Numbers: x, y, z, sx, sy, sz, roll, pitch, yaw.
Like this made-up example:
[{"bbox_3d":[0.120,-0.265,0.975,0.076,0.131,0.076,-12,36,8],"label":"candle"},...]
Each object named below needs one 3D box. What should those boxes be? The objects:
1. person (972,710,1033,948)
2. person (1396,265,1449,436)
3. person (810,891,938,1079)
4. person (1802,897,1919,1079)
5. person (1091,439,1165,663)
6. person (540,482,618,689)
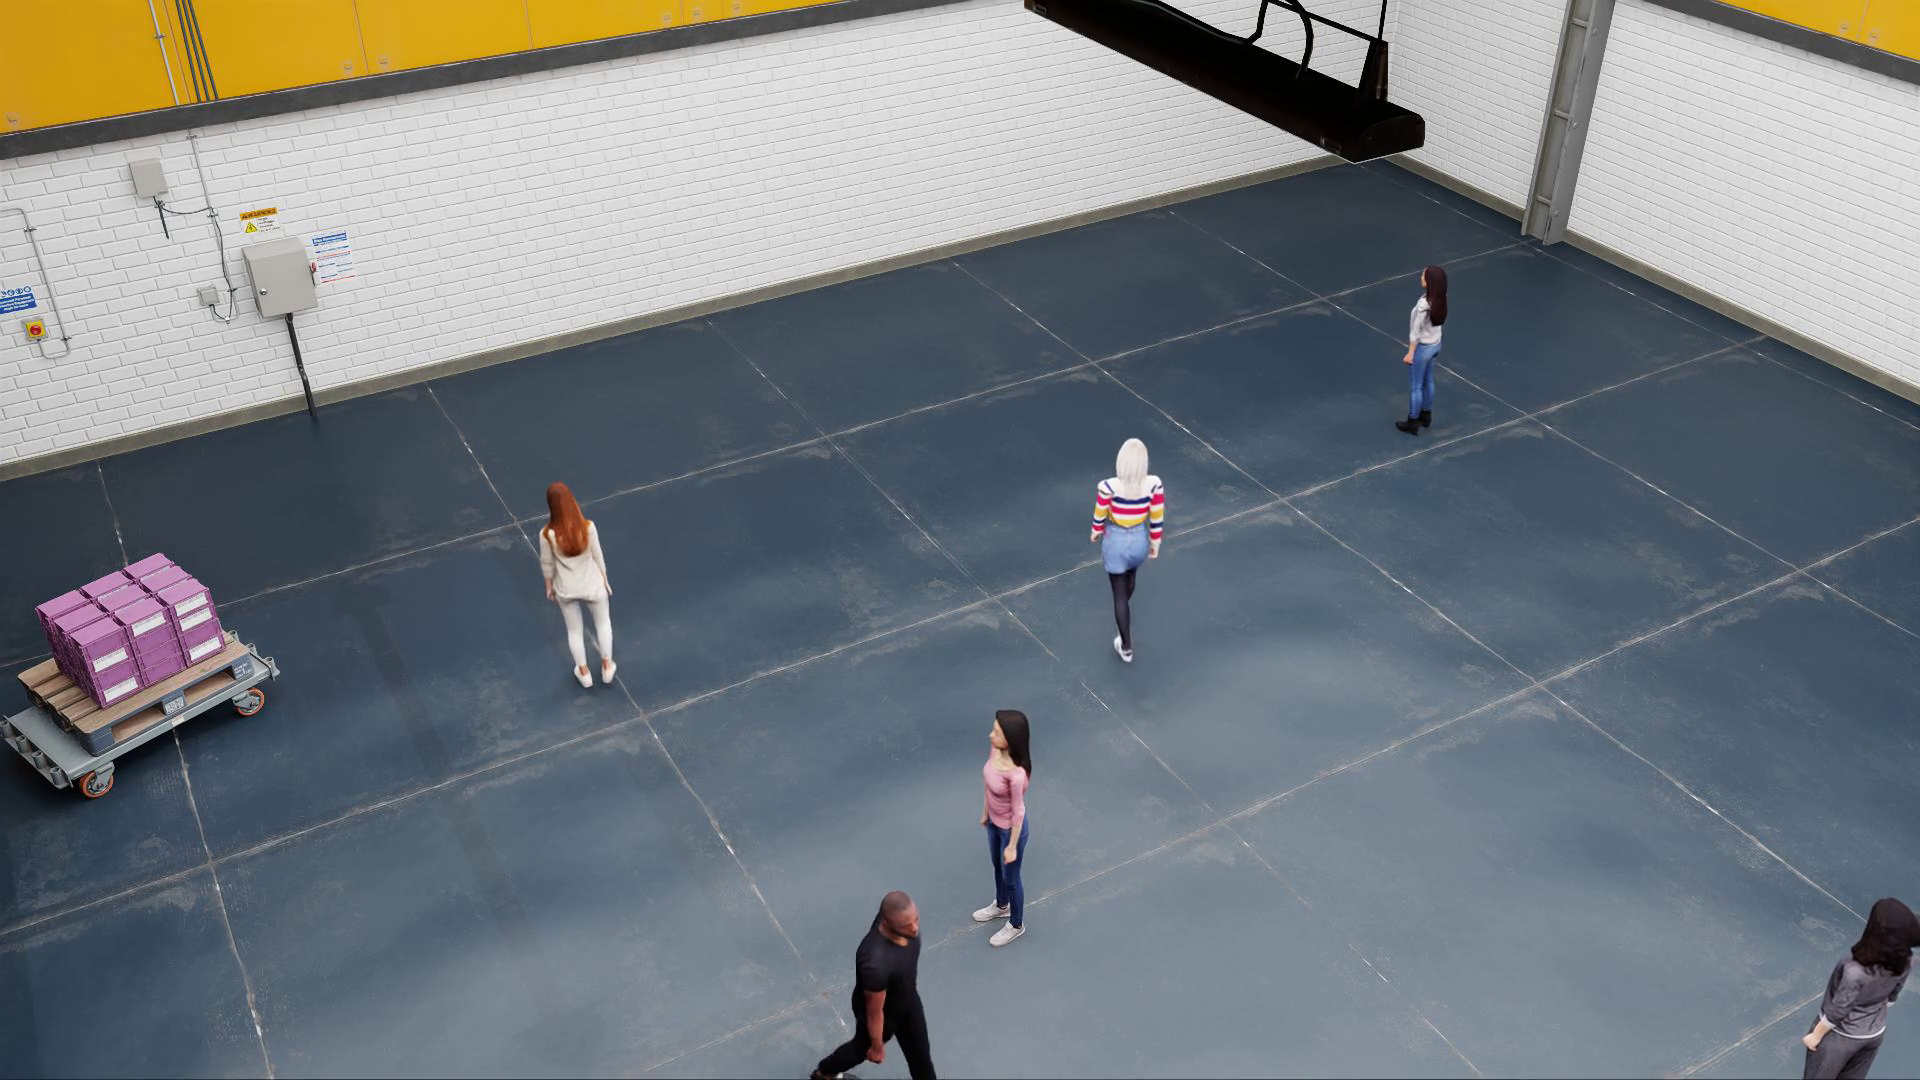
[{"bbox_3d":[0.276,1.705,9.959,0.664,1.742,0.494,-12,35,-17],"label":"person"},{"bbox_3d":[4.278,-1.748,15.255,0.624,1.630,0.657,26,42,34],"label":"person"},{"bbox_3d":[-0.473,2.455,8.814,1.338,1.761,1.147,13,36,18],"label":"person"},{"bbox_3d":[4.631,2.554,8.662,0.642,1.764,0.582,-10,35,-15],"label":"person"},{"bbox_3d":[1.244,0.104,12.343,0.878,1.769,1.141,-6,34,-9],"label":"person"},{"bbox_3d":[-2.742,0.354,12.027,0.680,1.703,0.630,-7,34,-11],"label":"person"}]
